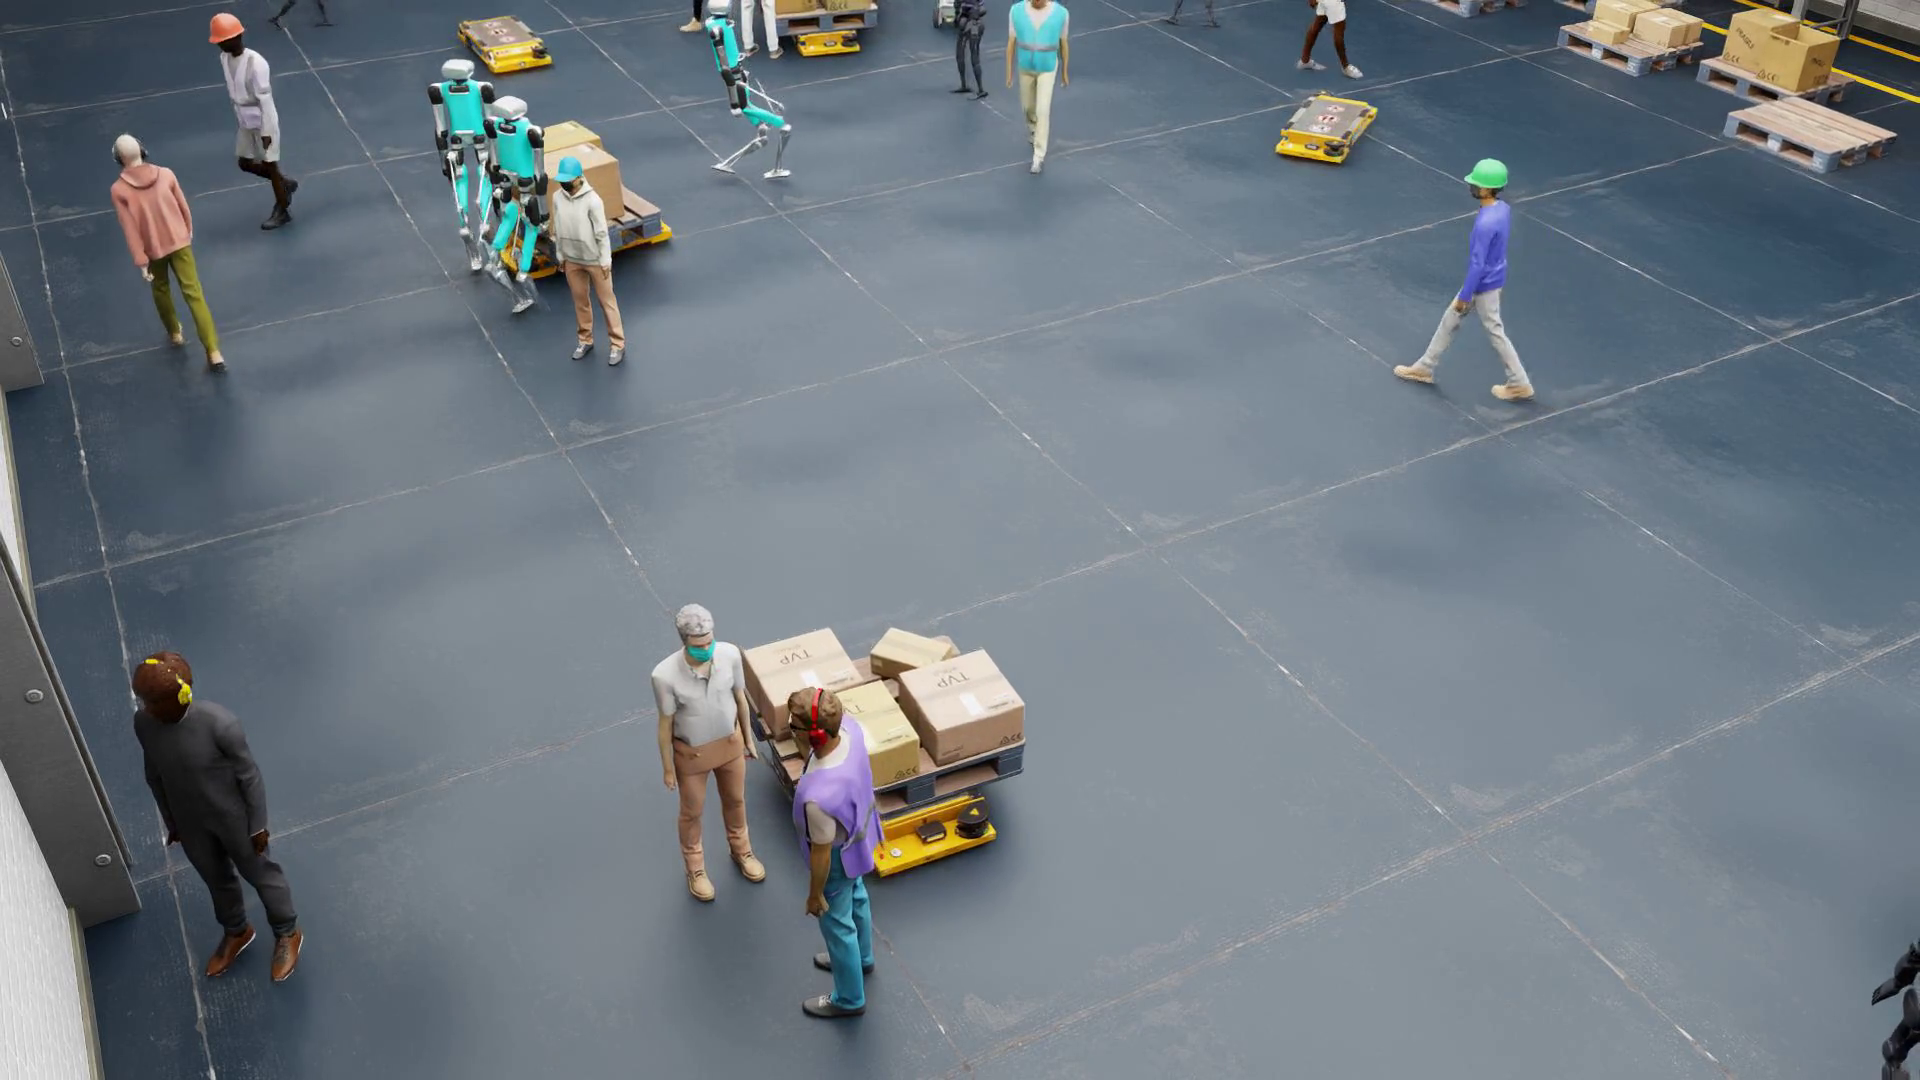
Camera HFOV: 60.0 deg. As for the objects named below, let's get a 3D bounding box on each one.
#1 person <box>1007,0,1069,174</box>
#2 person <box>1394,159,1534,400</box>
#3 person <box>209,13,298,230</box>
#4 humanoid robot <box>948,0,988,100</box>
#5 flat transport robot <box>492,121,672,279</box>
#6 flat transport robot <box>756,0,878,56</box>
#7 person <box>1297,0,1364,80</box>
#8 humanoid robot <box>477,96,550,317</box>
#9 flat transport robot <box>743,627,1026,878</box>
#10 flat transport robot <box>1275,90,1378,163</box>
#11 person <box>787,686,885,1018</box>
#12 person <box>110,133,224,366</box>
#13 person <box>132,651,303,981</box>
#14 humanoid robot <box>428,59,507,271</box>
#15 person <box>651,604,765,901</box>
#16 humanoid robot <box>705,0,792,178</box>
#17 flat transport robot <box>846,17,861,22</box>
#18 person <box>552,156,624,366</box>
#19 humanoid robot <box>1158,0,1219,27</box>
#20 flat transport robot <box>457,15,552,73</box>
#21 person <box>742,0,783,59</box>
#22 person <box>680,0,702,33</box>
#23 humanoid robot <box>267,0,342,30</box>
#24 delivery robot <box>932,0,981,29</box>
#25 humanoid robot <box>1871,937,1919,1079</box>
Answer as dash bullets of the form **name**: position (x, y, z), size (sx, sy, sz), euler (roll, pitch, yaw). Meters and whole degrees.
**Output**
- **person**: position (0.738, -4.491, 15.785), size (0.572, 1.817, 0.833), euler (7, 36, 10)
- **person**: position (3.815, -1.878, 12.049), size (1.005, 1.822, 0.464), euler (13, 37, 18)
- **person**: position (-6.131, -3.654, 14.501), size (0.541, 1.914, 0.486), euler (18, 39, 24)
- **humanoid robot**: position (0.080, -5.411, 17.218), size (0.321, 1.653, 0.613), euler (-13, 37, -18)
- **flat transport robot**: position (-3.297, -2.628, 14.468), size (1.431, 0.231, 0.659), euler (-25, 42, -31)
- **flat transport robot**: position (-1.645, -5.888, 19.122), size (0.659, 0.231, 1.431), euler (-10, 36, -14)
- **person**: position (4.039, -5.847, 17.659), size (0.829, 1.883, 0.531), euler (15, 38, 21)
- **humanoid robot**: position (-3.542, -2.487, 13.058), size (0.546, 1.873, 0.681), euler (15, 38, 20)
- **flat transport robot**: position (-0.406, 1.202, 9.000), size (0.659, 0.231, 1.431), euler (-15, 38, -20)
- **flat transport robot**: position (3.680, -4.132, 16.615), size (0.659, 0.231, 1.431), euler (15, 38, 21)
- **person**: position (-0.541, 1.388, 7.373), size (0.391, 1.837, 0.557), euler (7, 36, 10)
- **person**: position (-5.984, -2.194, 12.527), size (0.502, 1.792, 0.974), euler (-19, 39, -25)
- **person**: position (-3.372, 1.254, 7.526), size (0.500, 1.873, 0.338), euler (4, 35, 5)
- **humanoid robot**: position (-4.038, -2.985, 13.672), size (0.530, 1.741, 0.781), euler (-2, 35, -3)
- **person**: position (-1.218, 1.006, 7.999), size (0.475, 1.738, 0.309), euler (-19, 39, -25)
- **humanoid robot**: position (-1.884, -4.120, 15.319), size (0.984, 1.728, 0.534), euler (-1, 35, -1)
- **flat transport robot**: position (-1.580, -6.456, 19.933), size (0.659, 0.231, 1.431), euler (-12, 37, -16)
- **person**: position (-2.822, -2.087, 12.478), size (0.461, 1.667, 0.390), euler (11, 36, 15)
- **humanoid robot**: position (2.704, -6.747, 19.138), size (0.704, 1.631, 0.613), euler (16, 38, 22)
- **flat transport robot**: position (-5.136, -5.586, 18.691), size (0.659, 0.231, 1.431), euler (-18, 39, -24)
- **person**: position (-2.238, -6.237, 18.225), size (0.590, 1.878, 0.350), euler (9, 36, 12)
- **person**: position (-2.981, -6.690, 19.038), size (0.537, 1.677, 0.536), euler (-5, 35, -7)
- **humanoid robot**: position (-7.682, -6.689, 19.072), size (0.752, 1.626, 0.600), euler (-6, 35, -8)
- **delivery robot**: position (-0.001, -6.279, 19.446), size (0.499, 0.612, 0.796), euler (9, 36, 13)
- **humanoid robot**: position (4.114, 1.911, 6.768), size (0.588, 1.635, 0.549), euler (7, 36, 9)
